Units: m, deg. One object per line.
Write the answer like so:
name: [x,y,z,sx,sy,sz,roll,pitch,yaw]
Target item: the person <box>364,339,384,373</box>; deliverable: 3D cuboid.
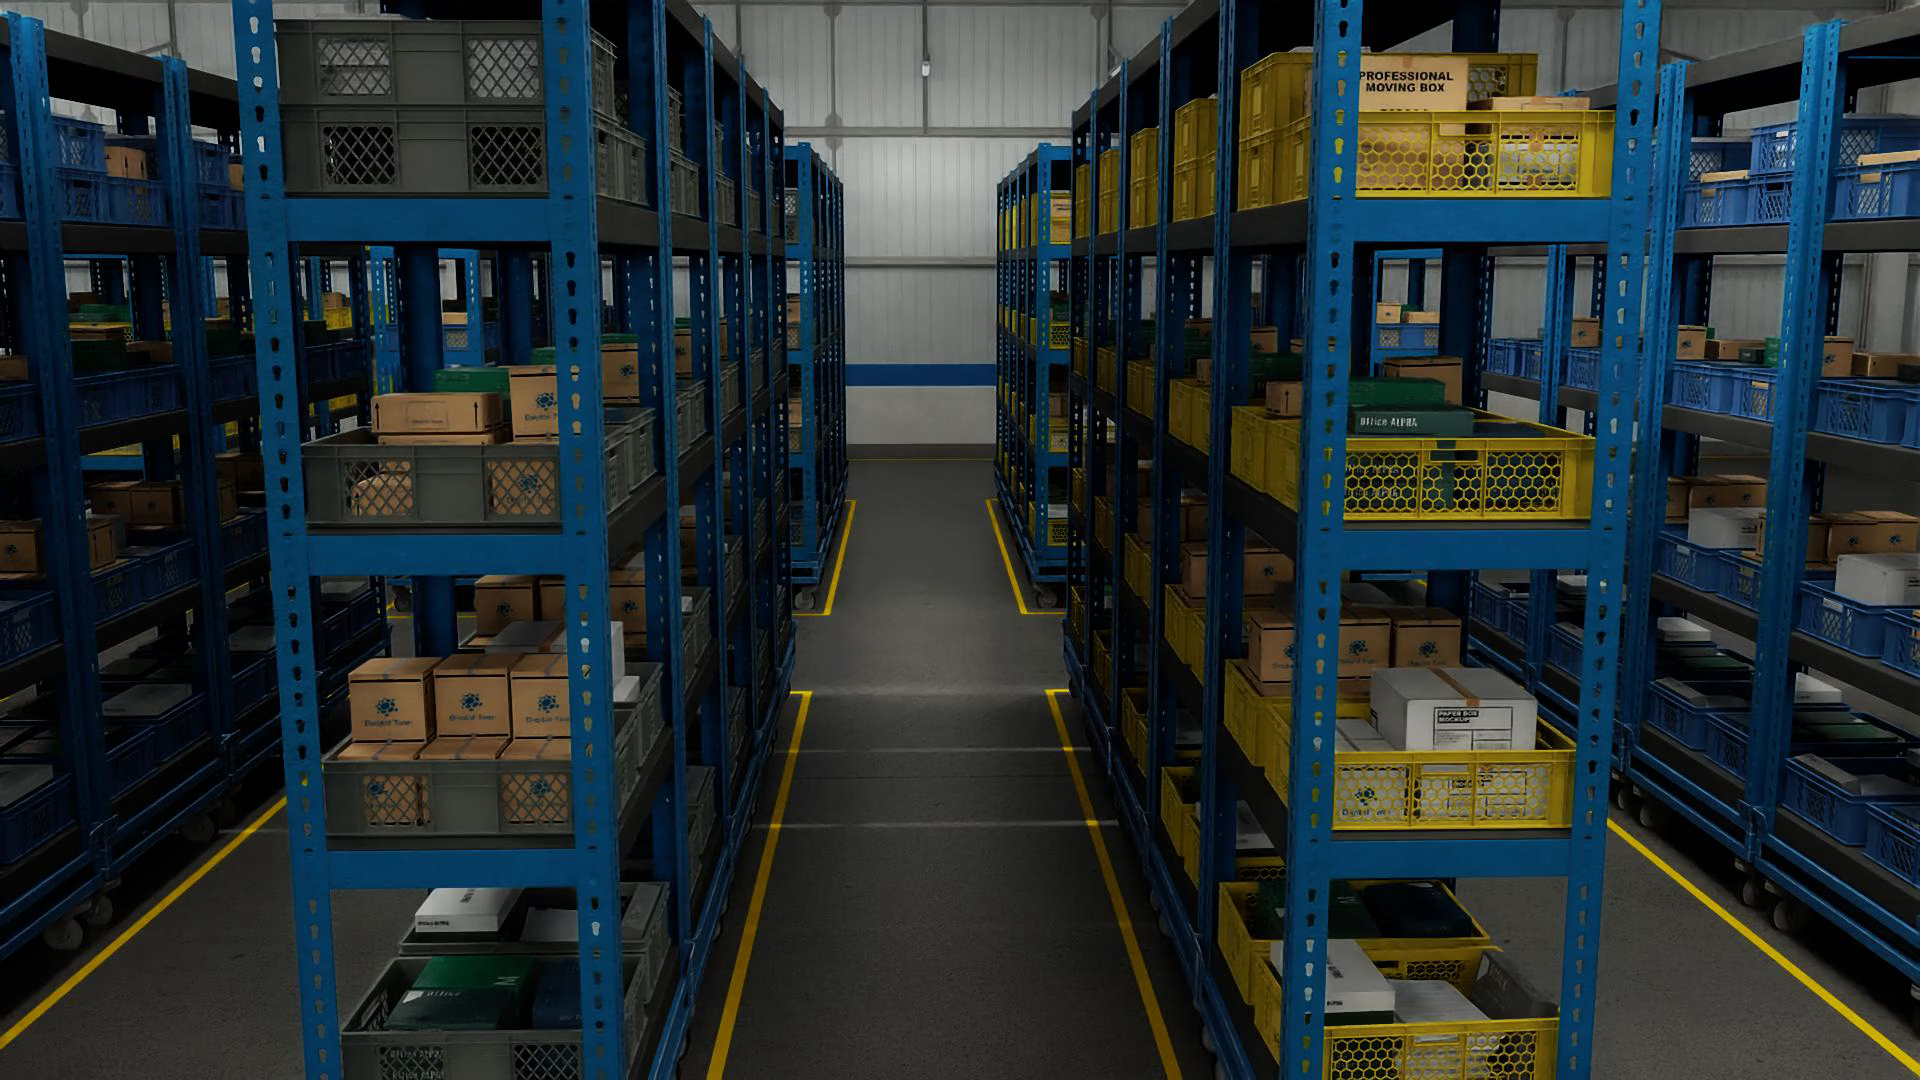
person: [-7.099,-1.546,20.234,0.566,1.827,0.565,-3,10,-17]
